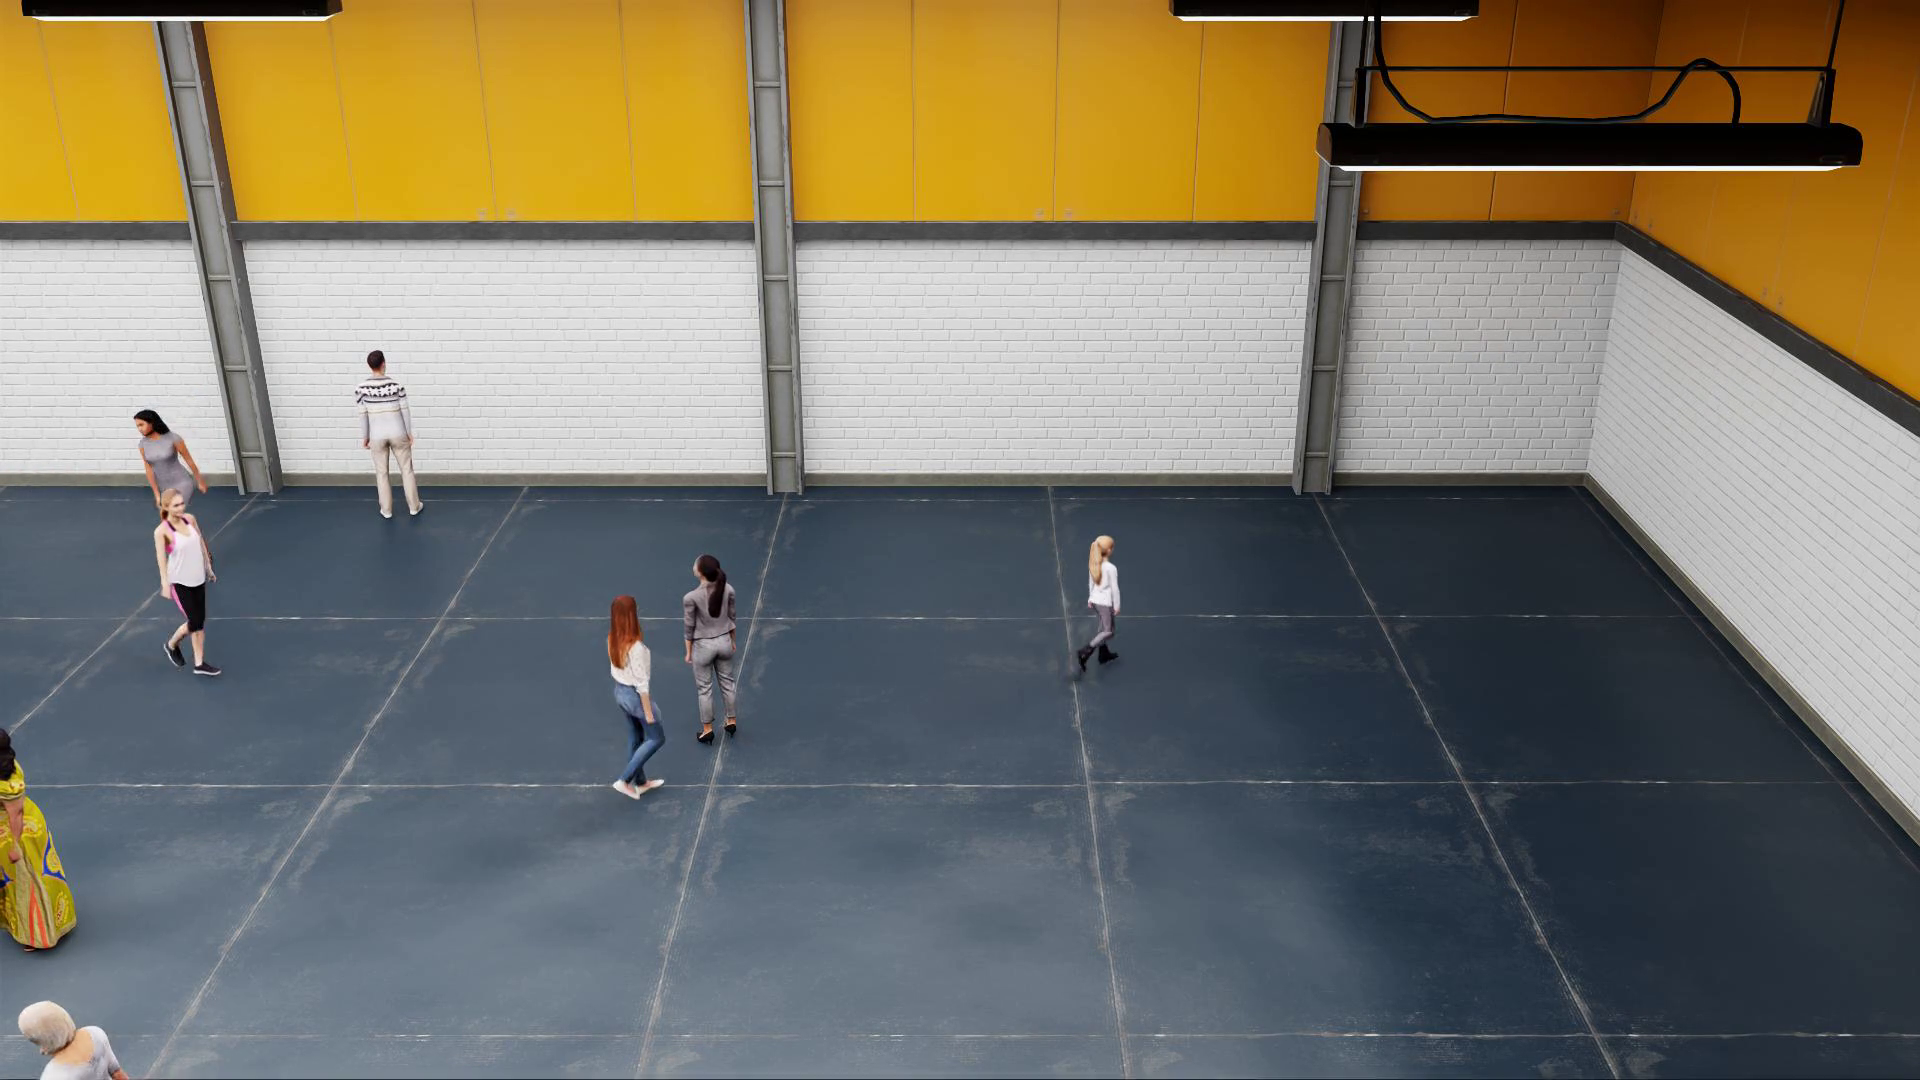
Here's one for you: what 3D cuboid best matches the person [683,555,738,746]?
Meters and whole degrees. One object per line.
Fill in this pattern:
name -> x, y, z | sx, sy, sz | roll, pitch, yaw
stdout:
person -> -2.023, 0.889, 13.564 | 0.696, 1.678, 0.784 | -14, 27, -30

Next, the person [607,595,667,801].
person -> -2.547, 1.243, 12.700 | 0.867, 1.721, 0.804 | -20, 30, -38

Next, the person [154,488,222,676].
person -> -6.878, 0.365, 14.642 | 0.827, 1.774, 0.730 | 8, 25, 19

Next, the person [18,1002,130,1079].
person -> -4.332, 3.049, 8.589 | 0.731, 1.704, 0.606 | 6, 24, 14

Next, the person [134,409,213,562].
person -> -7.808, -0.512, 16.701 | 0.912, 1.731, 0.753 | -2, 24, -4

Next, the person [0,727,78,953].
person -> -6.331, 1.961, 11.134 | 1.049, 1.660, 1.000 | -20, 30, -38

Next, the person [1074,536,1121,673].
person -> 1.228, 0.580, 14.787 | 0.849, 1.264, 0.716 | -14, 27, -30

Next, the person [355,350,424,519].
person -> -6.185, -1.139, 17.976 | 0.611, 1.859, 0.801 | -6, 24, -14
